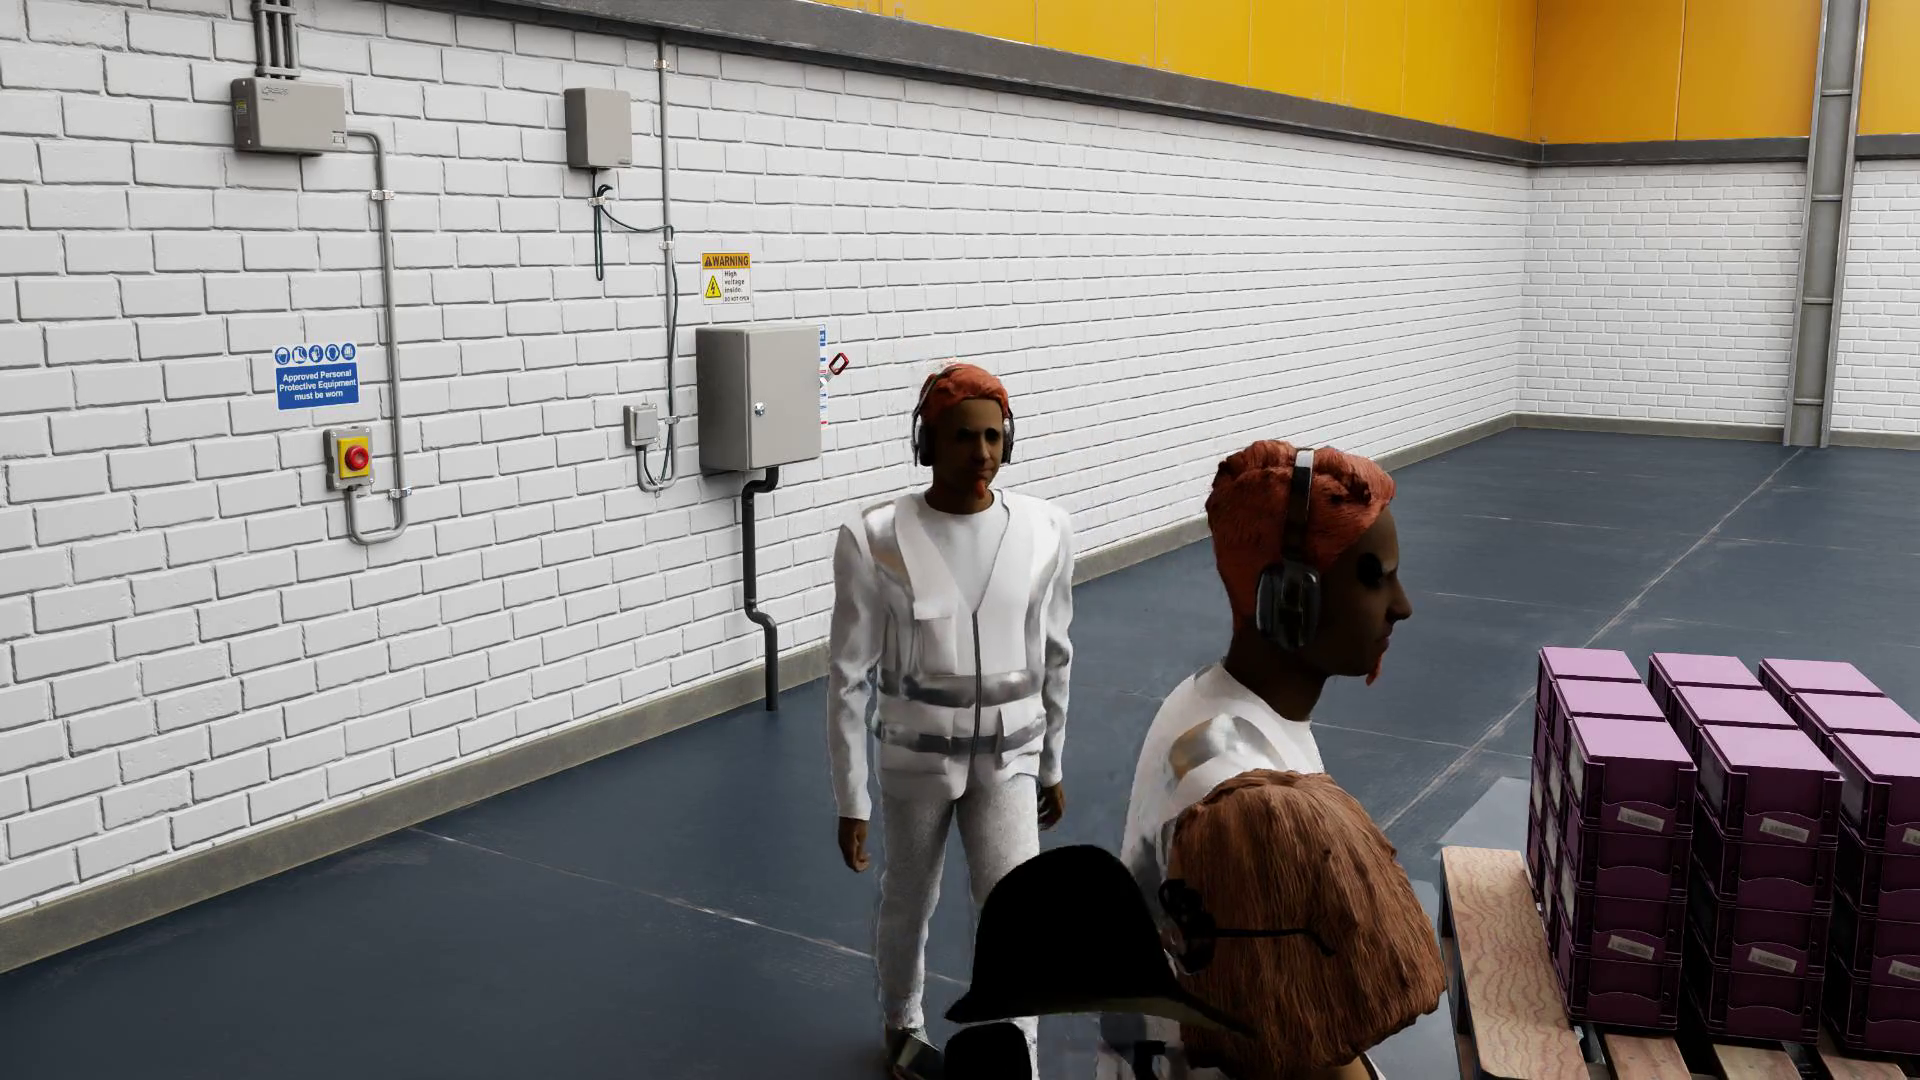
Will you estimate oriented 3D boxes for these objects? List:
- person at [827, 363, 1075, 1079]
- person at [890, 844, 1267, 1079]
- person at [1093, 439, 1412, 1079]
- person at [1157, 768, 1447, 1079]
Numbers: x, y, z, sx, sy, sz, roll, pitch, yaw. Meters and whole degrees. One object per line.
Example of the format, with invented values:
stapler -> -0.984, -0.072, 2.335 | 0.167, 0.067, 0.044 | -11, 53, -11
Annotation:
person -> -0.021, 0.514, 3.806 | 0.591, 1.837, 0.976 | -3, 11, -15
person -> 0.004, 1.028, 1.023 | 0.437, 1.814, 0.619 | 0, 10, -3
person -> 0.465, 0.808, 2.074 | 0.744, 1.859, 0.615 | 1, 10, 8
person -> 0.302, 1.010, 1.601 | 0.274, 1.632, 0.503 | -1, 10, -8
